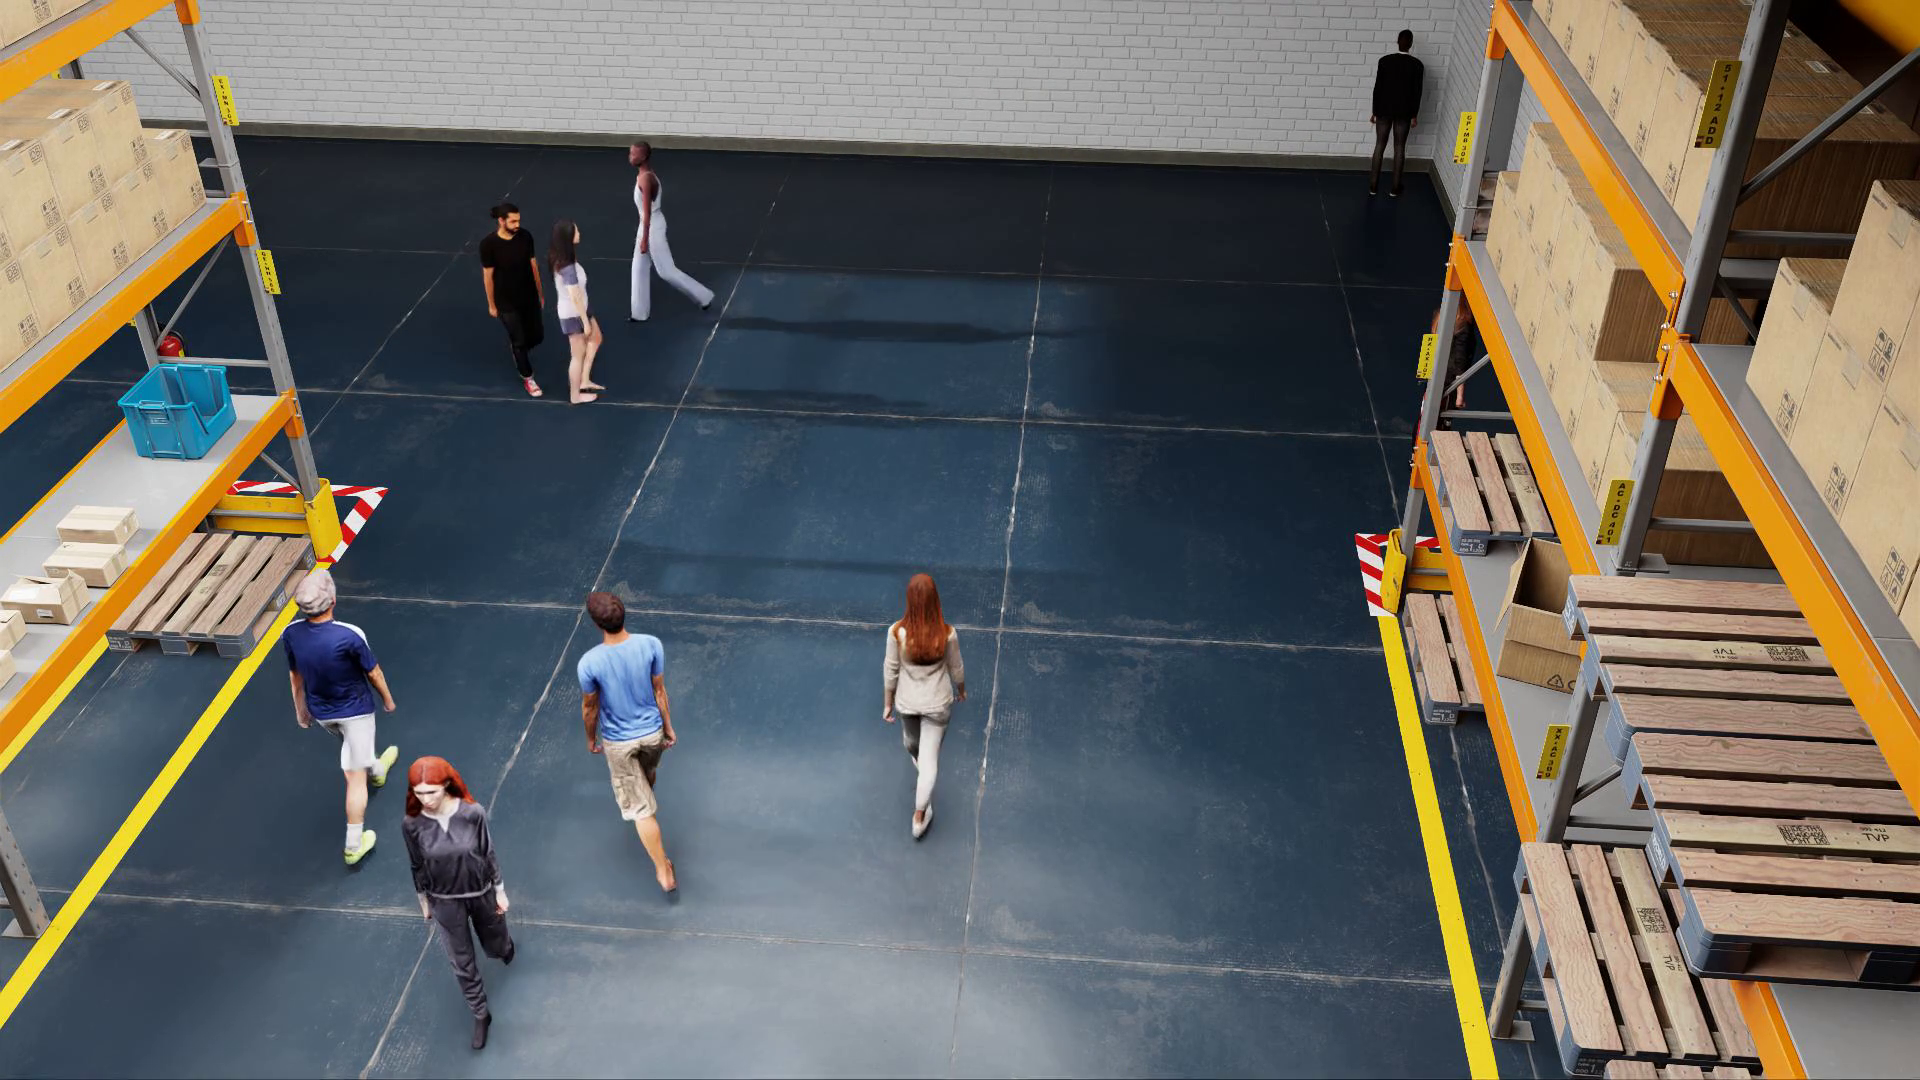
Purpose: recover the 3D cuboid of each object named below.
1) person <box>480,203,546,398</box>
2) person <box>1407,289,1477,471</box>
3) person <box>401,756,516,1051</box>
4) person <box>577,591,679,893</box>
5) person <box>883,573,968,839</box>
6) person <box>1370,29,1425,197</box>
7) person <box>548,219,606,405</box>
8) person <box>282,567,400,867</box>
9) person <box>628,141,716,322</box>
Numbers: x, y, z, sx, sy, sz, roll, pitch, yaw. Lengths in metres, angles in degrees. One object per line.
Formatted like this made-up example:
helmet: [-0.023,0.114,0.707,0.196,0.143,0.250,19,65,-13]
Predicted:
person: [-3.854,-2.094,14.287,0.923,1.736,0.989,-24,41,-32]
person: [3.786,-1.258,13.051,0.731,1.713,0.598,-11,35,-16]
person: [-2.516,1.760,8.466,0.745,1.762,0.963,-6,34,-9]
person: [-1.806,1.157,9.324,1.119,1.816,1.316,-16,37,-23]
person: [-0.220,1.009,9.681,0.653,1.666,1.056,4,34,6]
person: [4.719,-4.635,18.053,0.715,1.800,0.653,12,35,17]
person: [-3.334,-1.906,14.042,0.794,1.695,0.699,-12,35,-17]
person: [-3.562,1.038,9.529,0.679,1.787,1.187,4,34,6]
person: [-2.728,-2.819,15.360,0.883,1.756,1.072,-8,35,-12]
